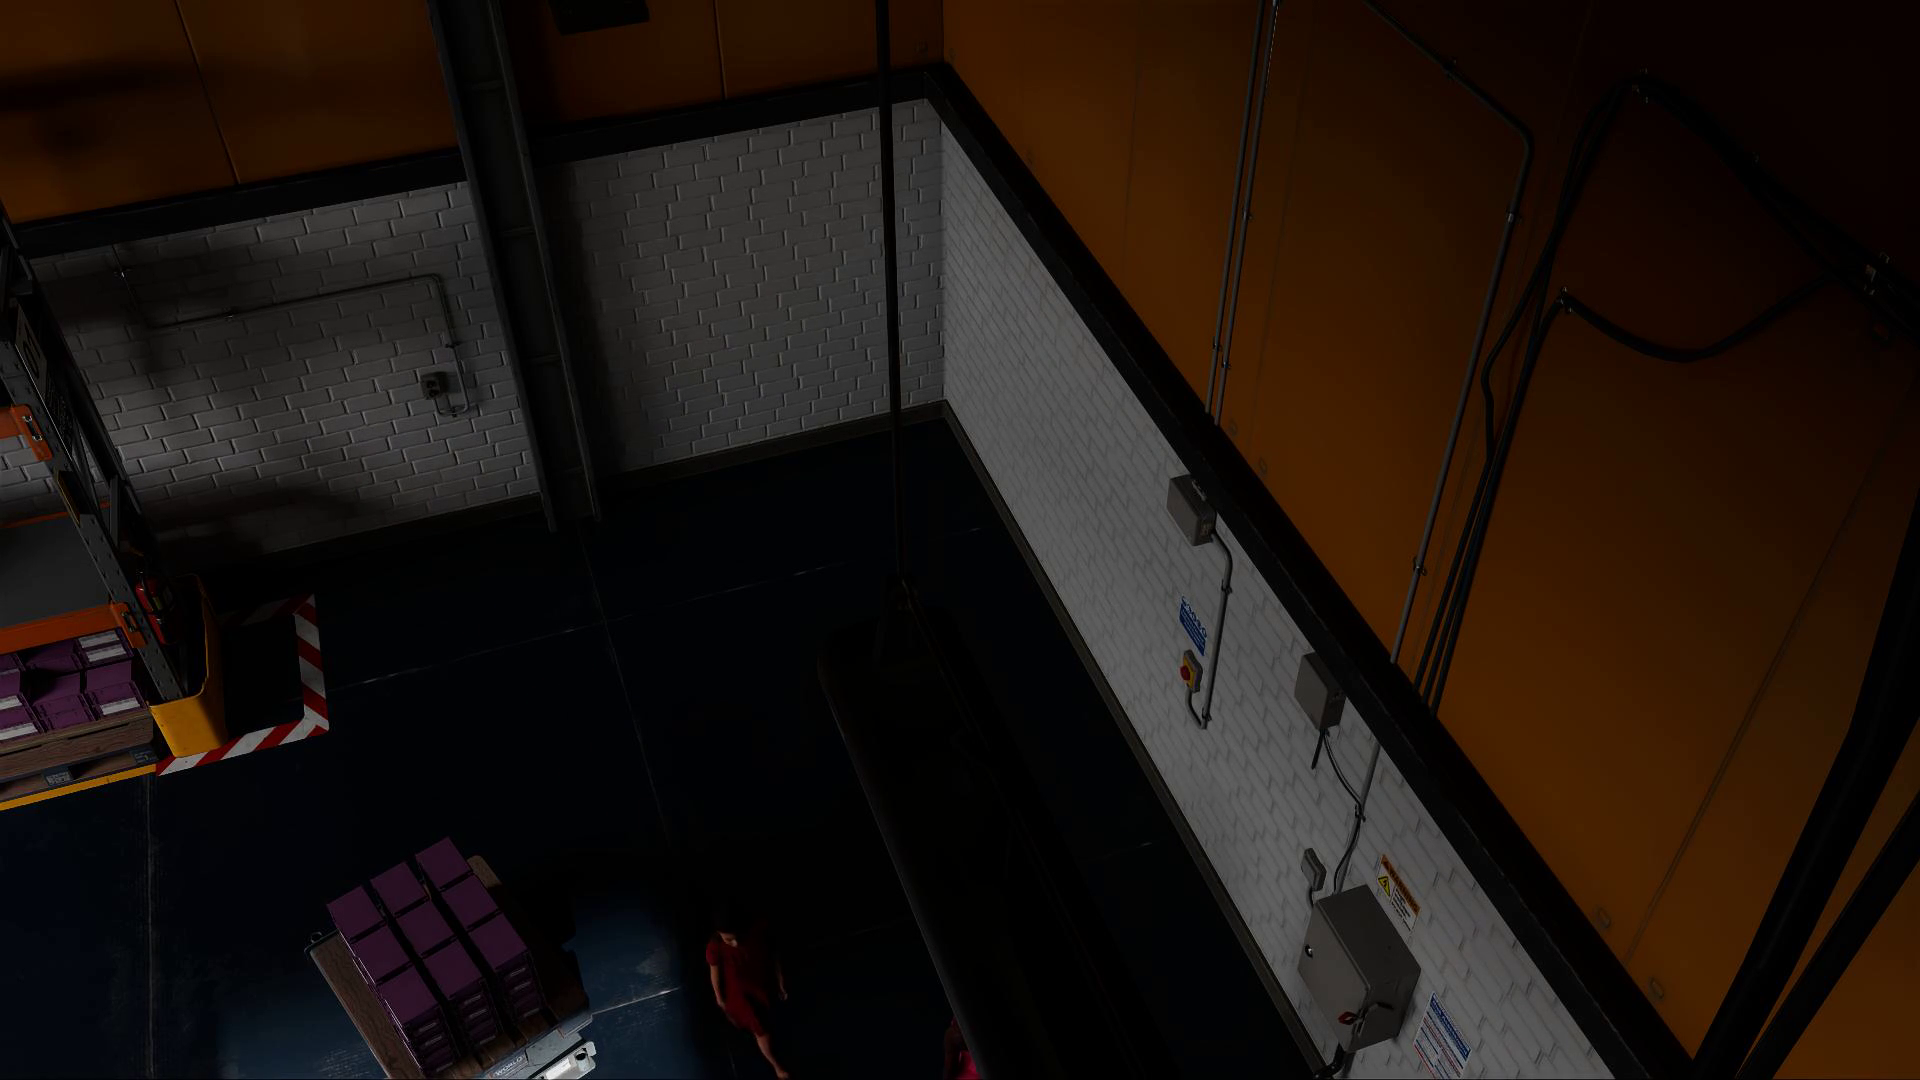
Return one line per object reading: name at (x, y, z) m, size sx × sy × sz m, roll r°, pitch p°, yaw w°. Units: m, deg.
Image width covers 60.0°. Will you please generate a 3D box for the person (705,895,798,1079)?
person at (-1.149, 2.239, 8.692) m, size 1.054 × 1.525 × 0.860 m, roll -33°, pitch 53°, yaw -30°
